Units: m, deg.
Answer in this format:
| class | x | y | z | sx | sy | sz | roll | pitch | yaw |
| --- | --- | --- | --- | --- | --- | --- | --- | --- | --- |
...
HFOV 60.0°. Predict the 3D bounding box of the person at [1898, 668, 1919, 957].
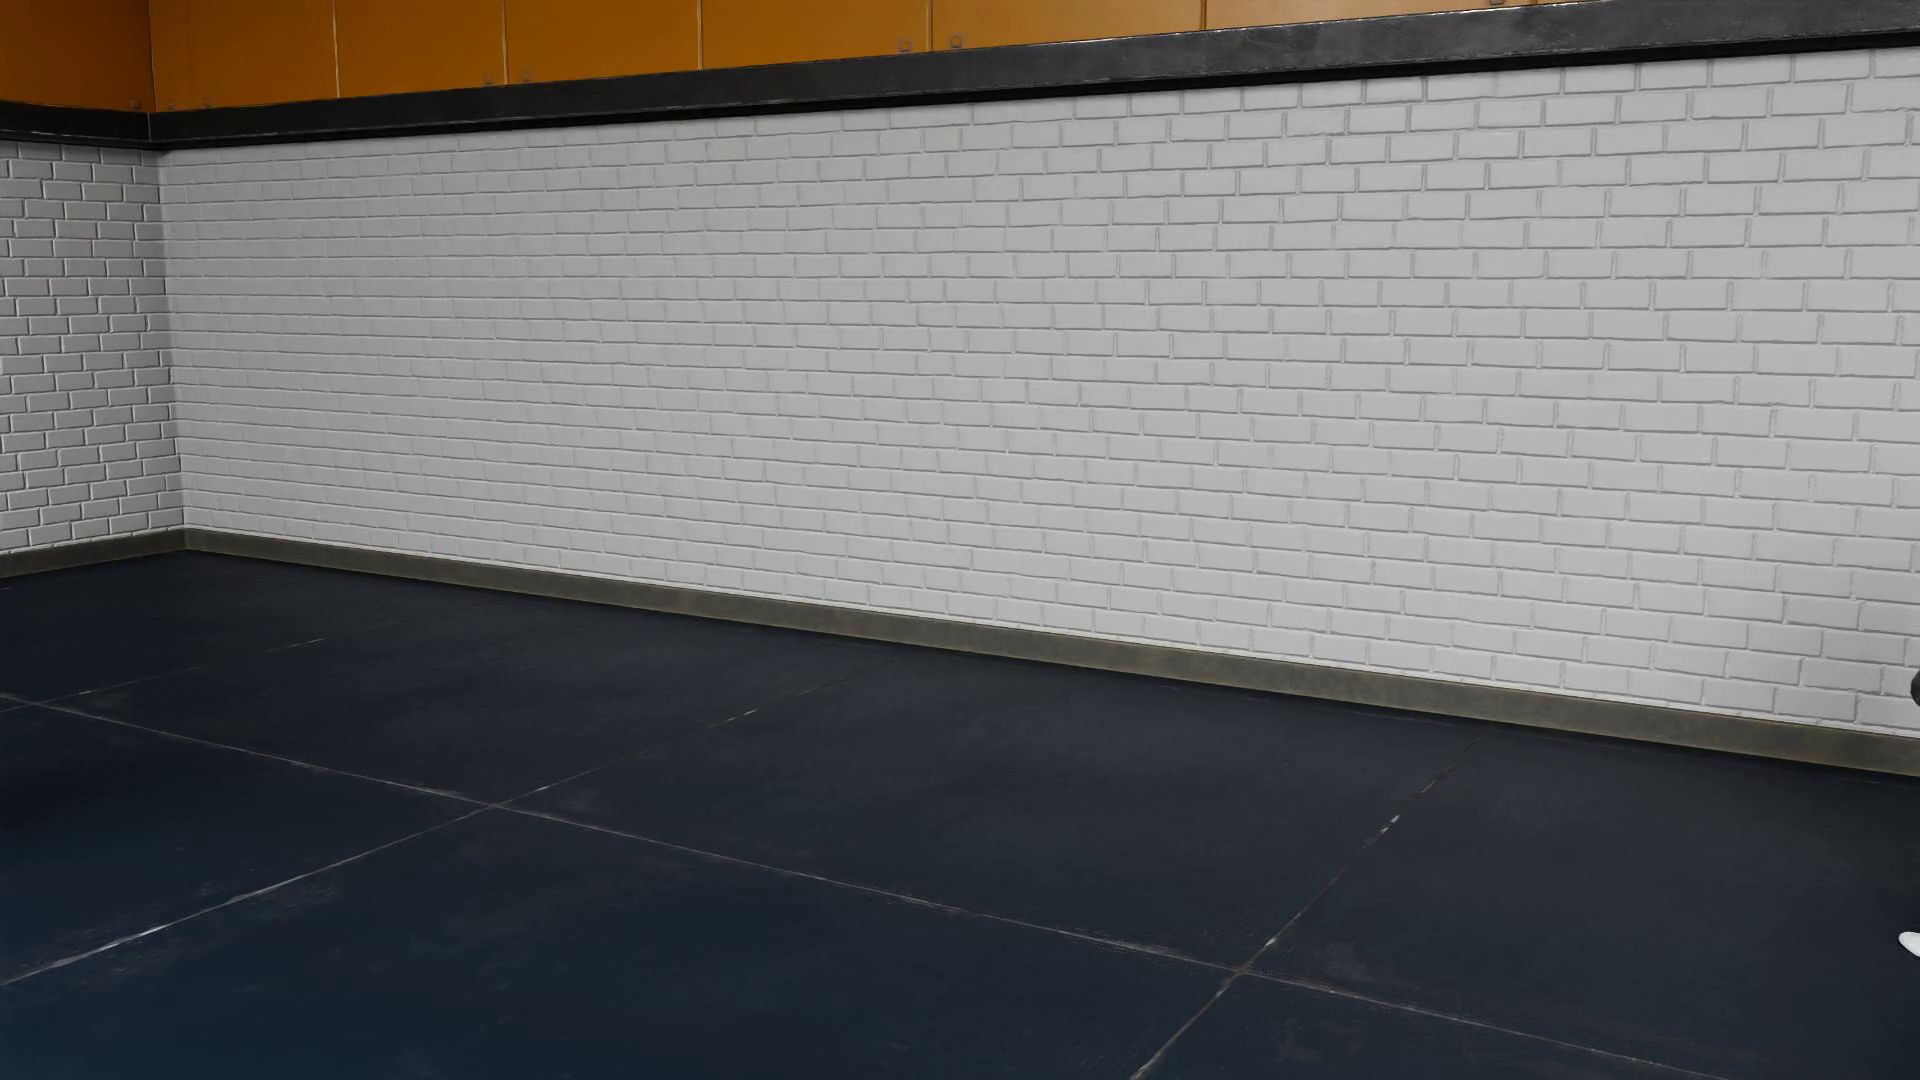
| class | x | y | z | sx | sy | sz | roll | pitch | yaw |
| --- | --- | --- | --- | --- | --- | --- | --- | --- | --- |
| person | 3.047 | 0.316 | 4.788 | 0.637 | 1.904 | 0.403 | -1 | 9 | -9 |
